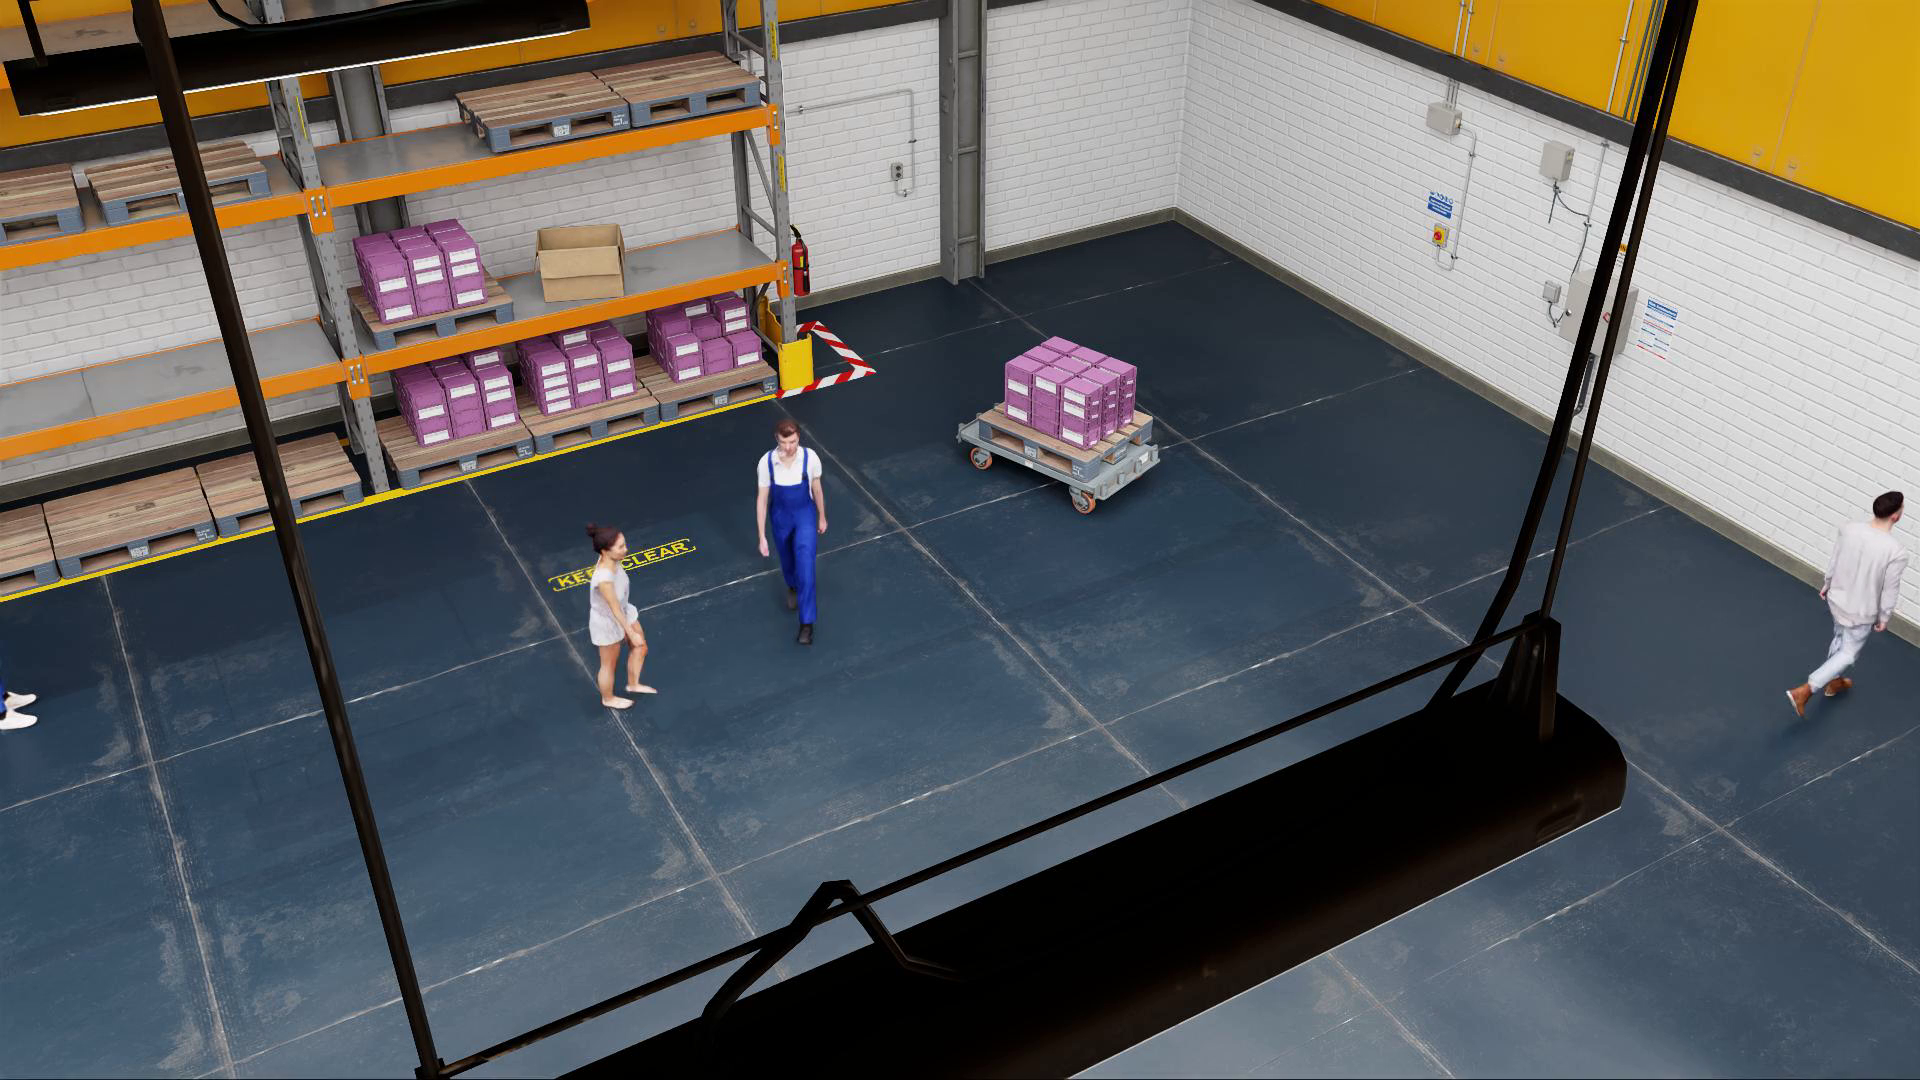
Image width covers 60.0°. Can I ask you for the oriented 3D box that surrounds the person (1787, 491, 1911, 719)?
[{"bbox_3d":[6.260,0.463,11.697,1.082,1.820,0.748,-15,36,-21],"label":"person"}]

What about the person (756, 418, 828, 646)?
[{"bbox_3d":[-1.270,-0.190,12.698,1.230,1.799,1.090,-1,34,-1],"label":"person"}]

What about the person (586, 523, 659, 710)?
[{"bbox_3d":[-2.535,0.559,11.741,0.796,1.611,0.741,1,34,2],"label":"person"}]

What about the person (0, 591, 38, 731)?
[{"bbox_3d":[-6.889,0.534,11.636,0.551,1.768,0.658,-15,37,-22],"label":"person"}]
